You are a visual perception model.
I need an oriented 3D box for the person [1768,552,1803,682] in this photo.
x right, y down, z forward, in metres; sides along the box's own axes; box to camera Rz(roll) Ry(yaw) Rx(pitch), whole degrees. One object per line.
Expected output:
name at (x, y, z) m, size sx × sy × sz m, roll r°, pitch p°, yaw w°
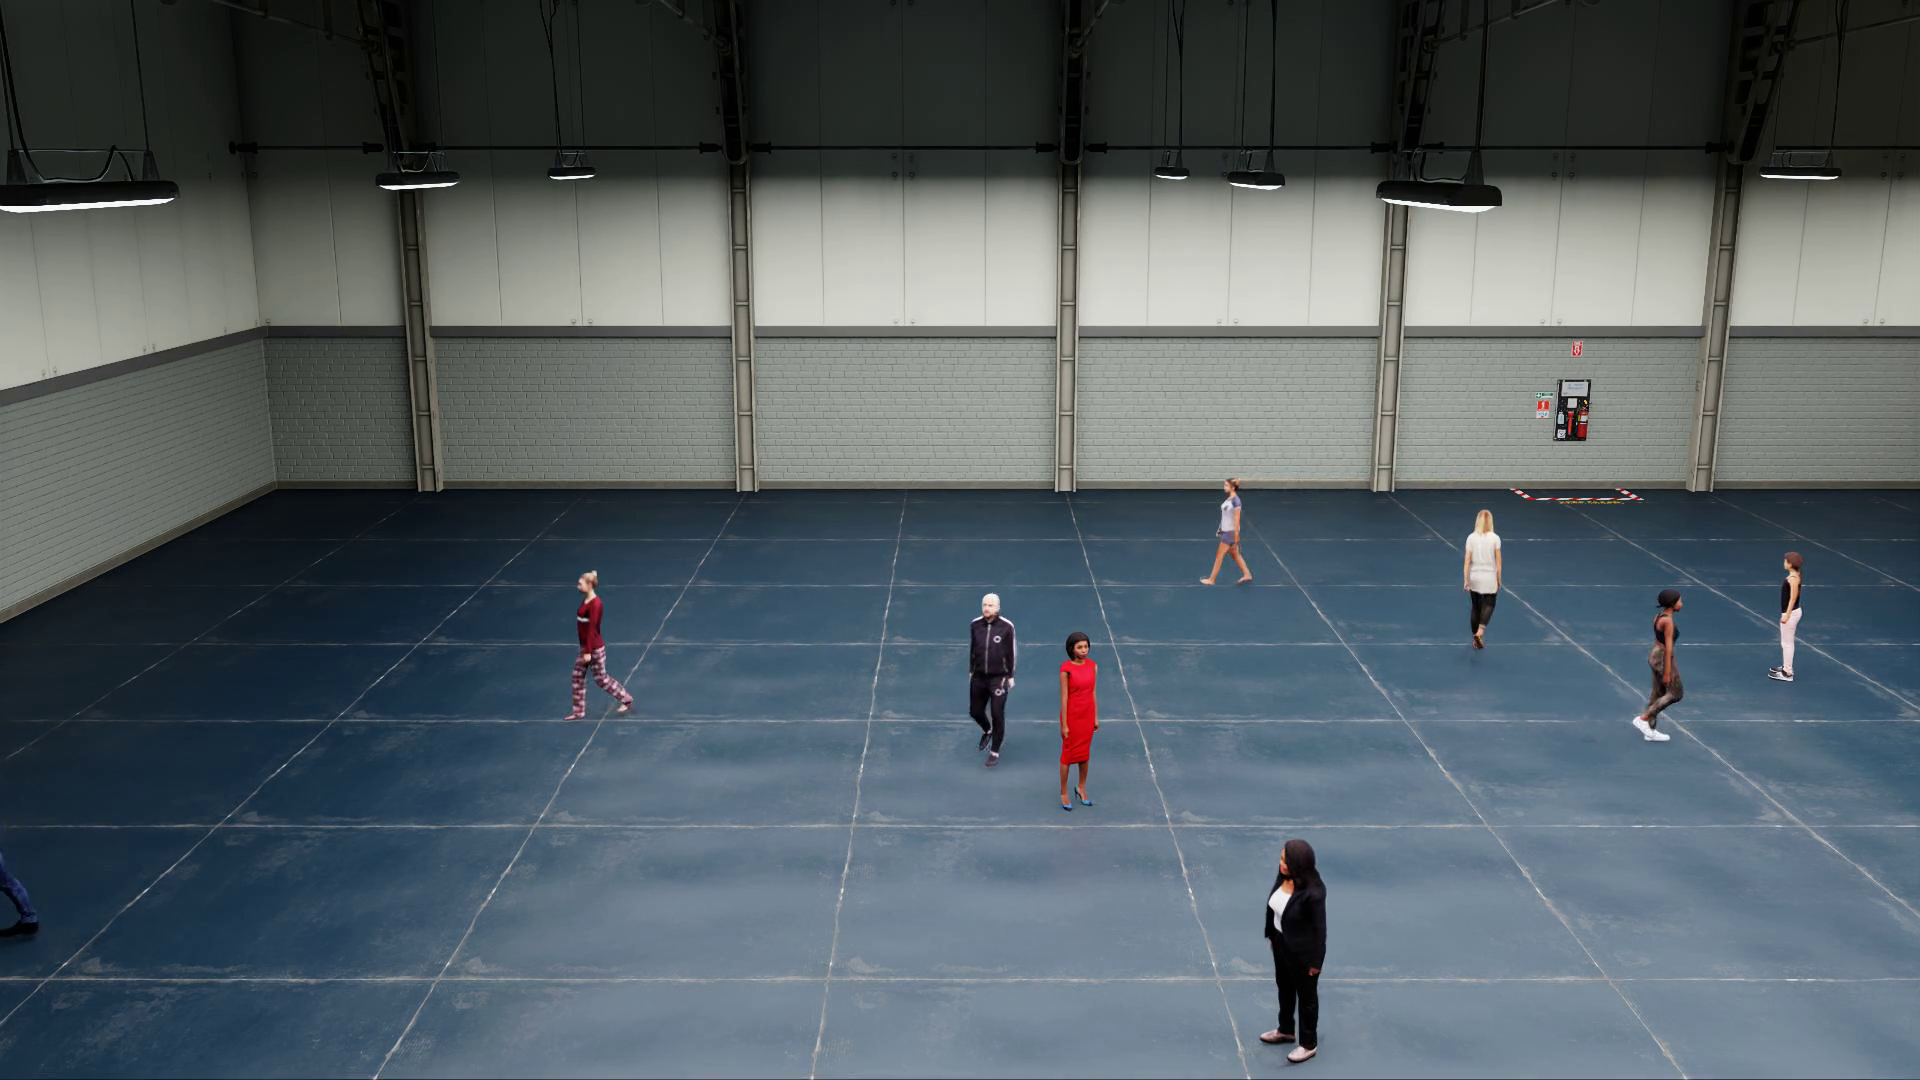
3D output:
person at (9.978, 0.902, 19.993) m, size 0.646 × 1.563 × 0.619 m, roll 8°, pitch 15°, yaw 31°

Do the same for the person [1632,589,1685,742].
person at (7.420, 1.351, 17.786) m, size 0.743 × 1.685 × 0.648 m, roll 2°, pitch 13°, yaw 11°

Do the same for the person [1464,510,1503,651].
person at (6.585, 0.545, 20.986) m, size 0.915 × 1.811 × 0.884 m, roll 6°, pitch 14°, yaw 23°

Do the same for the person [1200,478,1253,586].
person at (4.017, -0.100, 24.279) m, size 1.002 × 1.582 × 0.557 m, roll 0°, pitch 13°, yaw -1°

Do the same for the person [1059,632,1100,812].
person at (1.132, 1.730, 16.016) m, size 0.589 × 1.744 × 0.705 m, roll -7°, pitch 15°, yaw -29°

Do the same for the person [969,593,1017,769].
person at (0.368, 1.416, 17.198) m, size 0.853 × 1.823 × 0.876 m, roll 5°, pitch 14°, yaw 21°

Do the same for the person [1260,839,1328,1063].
person at (2.353, 2.827, 11.572) m, size 0.782 × 1.612 × 0.763 m, roll -7°, pitch 15°, yaw -28°

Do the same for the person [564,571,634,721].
person at (-4.029, 1.190, 18.514) m, size 1.104 × 1.669 × 0.951 m, roll -8°, pitch 15°, yaw -32°
